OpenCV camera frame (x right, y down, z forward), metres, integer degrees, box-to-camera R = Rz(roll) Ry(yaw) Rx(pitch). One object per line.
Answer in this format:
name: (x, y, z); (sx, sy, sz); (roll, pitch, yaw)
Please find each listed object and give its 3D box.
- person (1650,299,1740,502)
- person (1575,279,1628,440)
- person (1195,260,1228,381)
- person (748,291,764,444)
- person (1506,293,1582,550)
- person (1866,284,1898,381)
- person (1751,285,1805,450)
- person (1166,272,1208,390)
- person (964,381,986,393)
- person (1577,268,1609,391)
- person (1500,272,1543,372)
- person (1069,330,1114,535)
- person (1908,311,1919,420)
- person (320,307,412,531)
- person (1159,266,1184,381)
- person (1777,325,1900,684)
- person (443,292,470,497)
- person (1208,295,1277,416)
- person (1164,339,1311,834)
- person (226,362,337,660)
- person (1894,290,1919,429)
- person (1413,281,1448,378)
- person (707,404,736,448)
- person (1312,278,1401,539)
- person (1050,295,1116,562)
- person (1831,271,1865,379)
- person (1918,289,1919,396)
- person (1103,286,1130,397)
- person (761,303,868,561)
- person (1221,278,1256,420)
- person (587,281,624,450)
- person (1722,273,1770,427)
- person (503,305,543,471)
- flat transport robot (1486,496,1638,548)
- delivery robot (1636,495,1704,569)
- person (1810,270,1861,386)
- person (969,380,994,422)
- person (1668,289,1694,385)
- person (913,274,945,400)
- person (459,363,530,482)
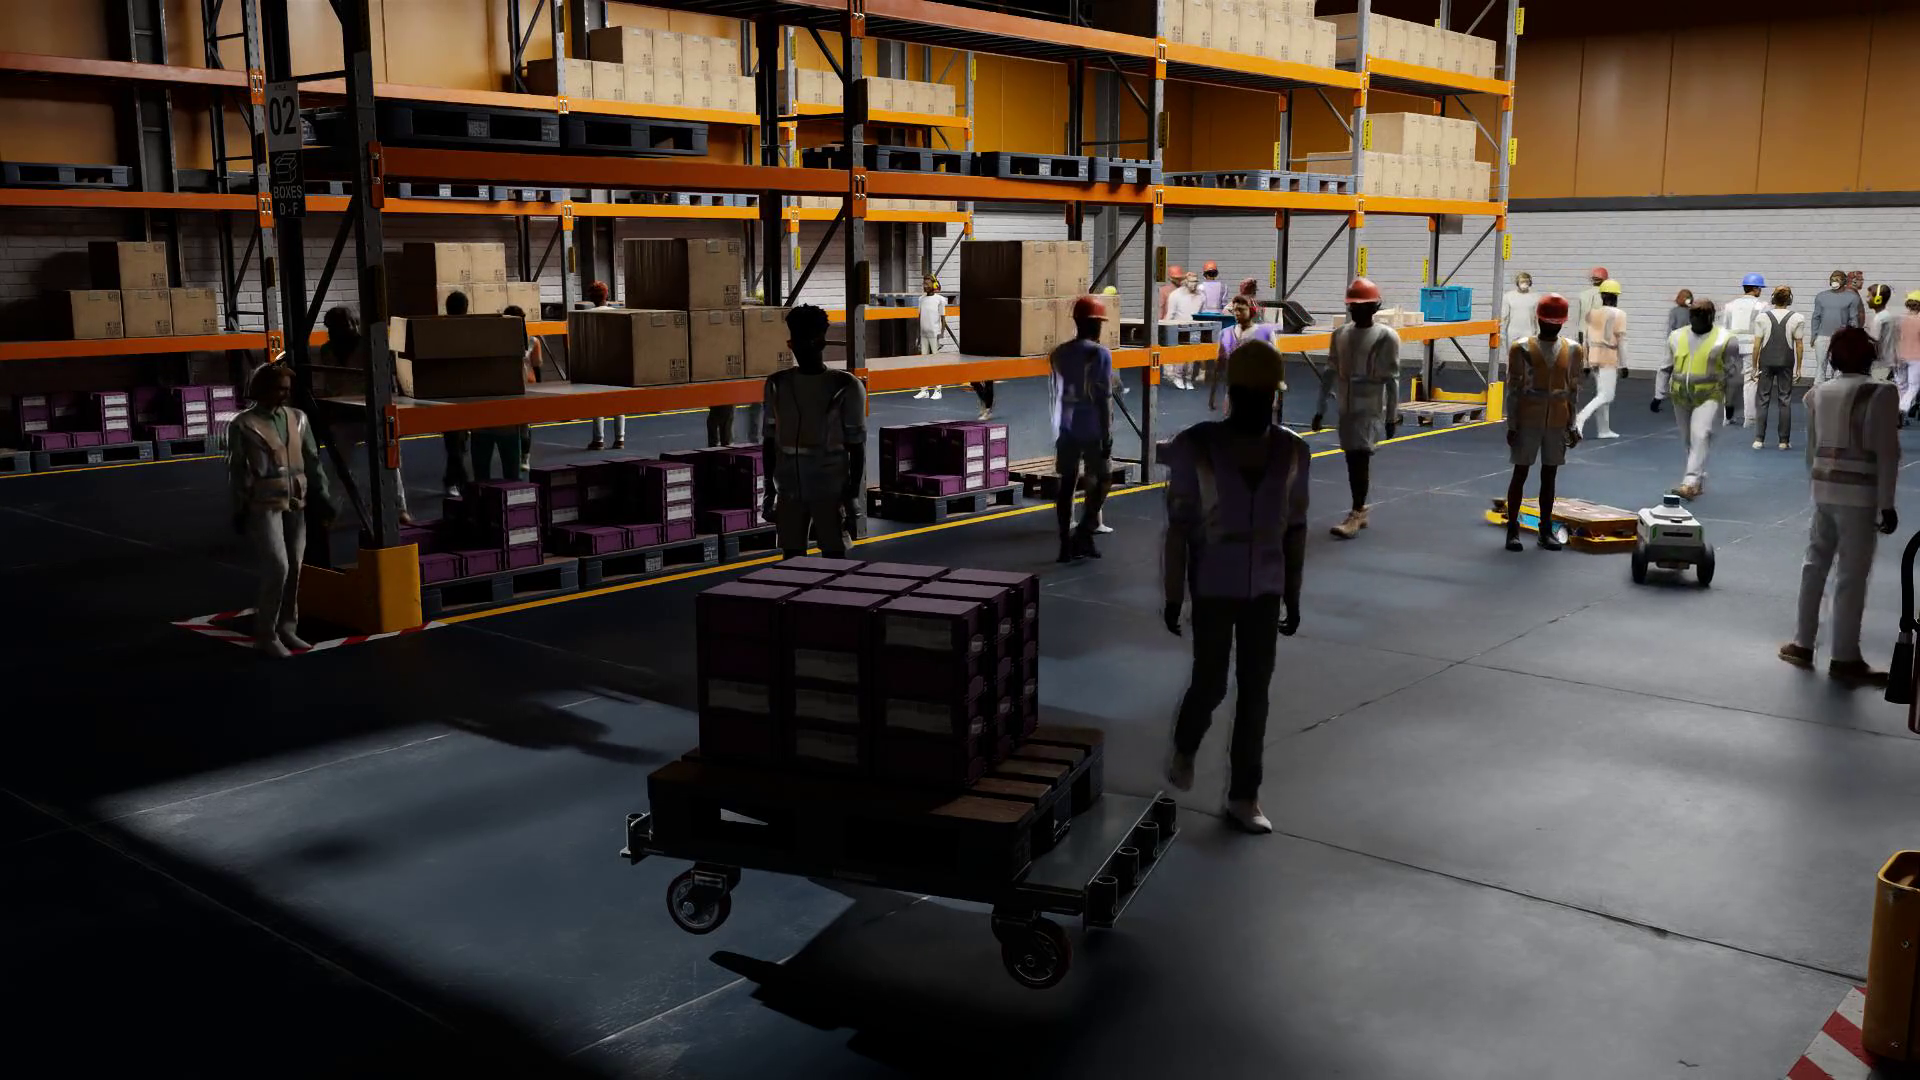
person: (6.572, -1.252, 14.929); (0.934, 1.797, 0.637); (-8, 13, -40)
person: (7.497, -2.104, 19.490); (0.770, 1.902, 0.598); (-4, 11, -20)
person: (4.229, -3.705, 28.186); (0.607, 2.048, 0.369); (-1, 10, -7)
person: (-2.058, -1.866, 18.403); (0.625, 1.799, 0.786); (8, 13, 39)
person: (4.346, -0.871, 12.395); (0.545, 1.927, 0.387); (0, 10, 2)
person: (10.222, -1.910, 18.488); (0.486, 1.856, 0.580); (9, 14, 42)
person: (9.151, -1.929, 18.644); (0.508, 1.844, 0.336); (5, 11, 28)
person: (3.607, -3.308, 26.404); (0.724, 1.879, 0.549); (-3, 10, -16)
person: (0.300, -3.266, 26.019); (0.360, 1.932, 0.629); (7, 12, 34)
person: (10.016, -3.316, 26.290); (0.614, 1.946, 1.010); (9, 14, 43)
person: (8.598, -3.169, 25.557); (0.645, 1.910, 0.971); (3, 10, 15)
person: (0.986, -0.863, 13.147); (0.522, 1.645, 0.306); (8, 13, 40)
person: (12.669, -2.499, 21.747); (0.613, 1.894, 0.464); (5, 11, 26)
person: (-4.843, -0.967, 13.382); (0.683, 1.784, 0.877); (2, 10, 12)
person: (3.647, -3.700, 28.499); (0.626, 1.949, 0.714); (-5, 11, -28)
person: (4.693, -0.194, 8.772); (0.351, 1.852, 0.696); (-3, 10, -14)
person: (-4.455, -1.260, 14.800); (0.608, 1.855, 1.032); (-7, 12, -35)
person: (2.573, -1.343, 15.375); (0.605, 1.812, 0.812); (8, 13, 38)
person: (1.076, 0.163, 6.526); (0.595, 1.913, 0.530); (-2, 10, -12)
person: (-3.743, -0.162, 9.223); (0.445, 1.623, 0.528); (5, 11, 25)
person: (11.900, -2.262, 20.854); (0.531, 1.738, 0.785); (10, 14, 44)
person: (8.112, -3.659, 28.583); (0.606, 1.812, 0.599); (-2, 10, -12)
person: (-2.408, -1.630, 16.969); (0.403, 1.836, 0.591); (-7, 12, -36)
person: (3.095, -1.026, 13.057); (0.610, 2.039, 0.622); (-8, 13, -40)
person: (0.886, -0.792, 11.962); (0.564, 1.917, 0.458); (8, 13, 40)
person: (13.681, -3.178, 25.581); (0.401, 1.910, 0.642); (2, 10, 12)
person: (14.724, -3.079, 25.427); (0.533, 1.765, 0.325); (-1, 10, -8)
person: (2.167, -2.943, 24.887); (0.494, 1.681, 0.956); (8, 13, 38)
person: (-0.794, -0.275, 8.887); (0.606, 1.966, 0.367); (3, 11, 19)
person: (3.433, -2.191, 20.008); (0.400, 1.899, 0.636); (-9, 13, -40)
person: (-3.991, -1.942, 18.610); (0.575, 1.885, 0.355); (-6, 12, -32)
person: (9.930, -2.396, 21.021); (0.403, 1.943, 0.606); (-7, 12, -33)
person: (-4.493, -1.537, 16.846); (0.552, 1.684, 0.395); (-2, 10, -12)
flat transport robot: (4.811, -0.155, 13.024); (0.652, 0.197, 1.431); (-3, 10, -15)
delivery robot: (4.881, -0.065, 11.440); (0.477, 0.478, 0.707); (3, 10, 14)
person: (12.612, -2.920, 24.021); (0.627, 1.941, 0.370); (9, 14, 42)
person: (0.325, -2.376, 21.670); (0.534, 1.679, 0.408); (6, 12, 33)
person: (11.261, -3.112, 26.016); (0.518, 1.620, 0.408); (-4, 11, -20)
person: (-0.456, -3.037, 24.877); (0.513, 1.875, 0.328); (6, 12, 33)
person: (-3.491, -0.802, 12.459); (0.532, 1.765, 0.328); (-1, 10, -6)
